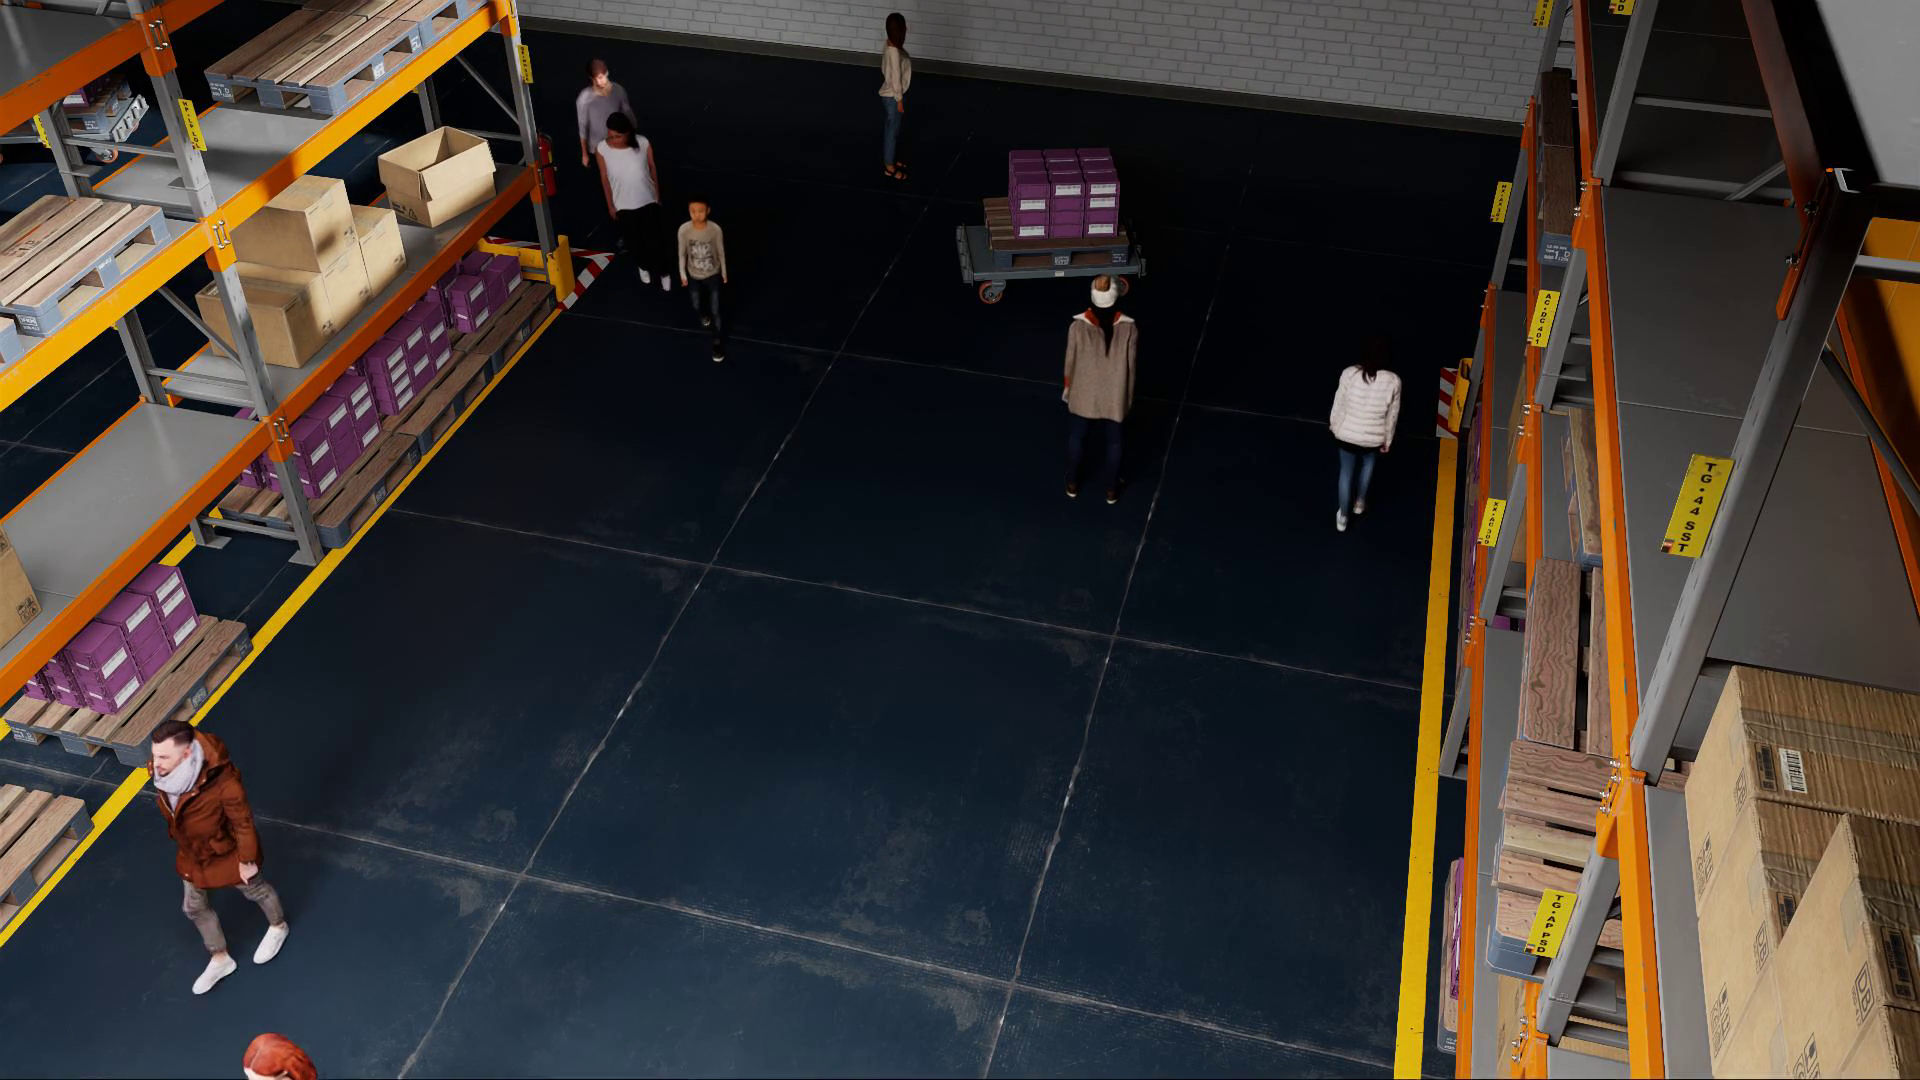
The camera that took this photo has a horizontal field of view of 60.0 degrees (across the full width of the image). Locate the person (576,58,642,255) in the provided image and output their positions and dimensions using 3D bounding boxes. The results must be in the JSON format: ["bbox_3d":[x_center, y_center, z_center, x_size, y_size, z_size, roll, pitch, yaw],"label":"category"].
[{"bbox_3d":[-3.309,-3.659,15.512,1.119,1.801,1.101,31,48,33],"label":"person"}]

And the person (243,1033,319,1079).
[{"bbox_3d":[-2.843,2.734,7.533,0.618,1.768,0.612,15,41,18],"label":"person"}]

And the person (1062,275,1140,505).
[{"bbox_3d":[1.027,-1.124,12.270,0.688,1.886,0.654,9,39,11],"label":"person"}]

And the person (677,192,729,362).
[{"bbox_3d":[-2.159,-2.283,14.074,0.762,1.446,0.987,-4,39,-5],"label":"person"}]

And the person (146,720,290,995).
[{"bbox_3d":[-3.931,1.583,8.930,0.715,1.823,0.824,11,40,13],"label":"person"}]

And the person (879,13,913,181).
[{"bbox_3d":[-0.667,-4.427,16.574,0.741,1.676,0.602,-3,39,-4],"label":"person"}]

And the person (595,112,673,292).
[{"bbox_3d":[-2.928,-3.078,14.891,0.836,1.667,0.887,-10,40,-13],"label":"person"}]

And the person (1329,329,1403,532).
[{"bbox_3d":[2.892,-0.747,12.007,0.631,1.623,0.658,7,39,8],"label":"person"}]
